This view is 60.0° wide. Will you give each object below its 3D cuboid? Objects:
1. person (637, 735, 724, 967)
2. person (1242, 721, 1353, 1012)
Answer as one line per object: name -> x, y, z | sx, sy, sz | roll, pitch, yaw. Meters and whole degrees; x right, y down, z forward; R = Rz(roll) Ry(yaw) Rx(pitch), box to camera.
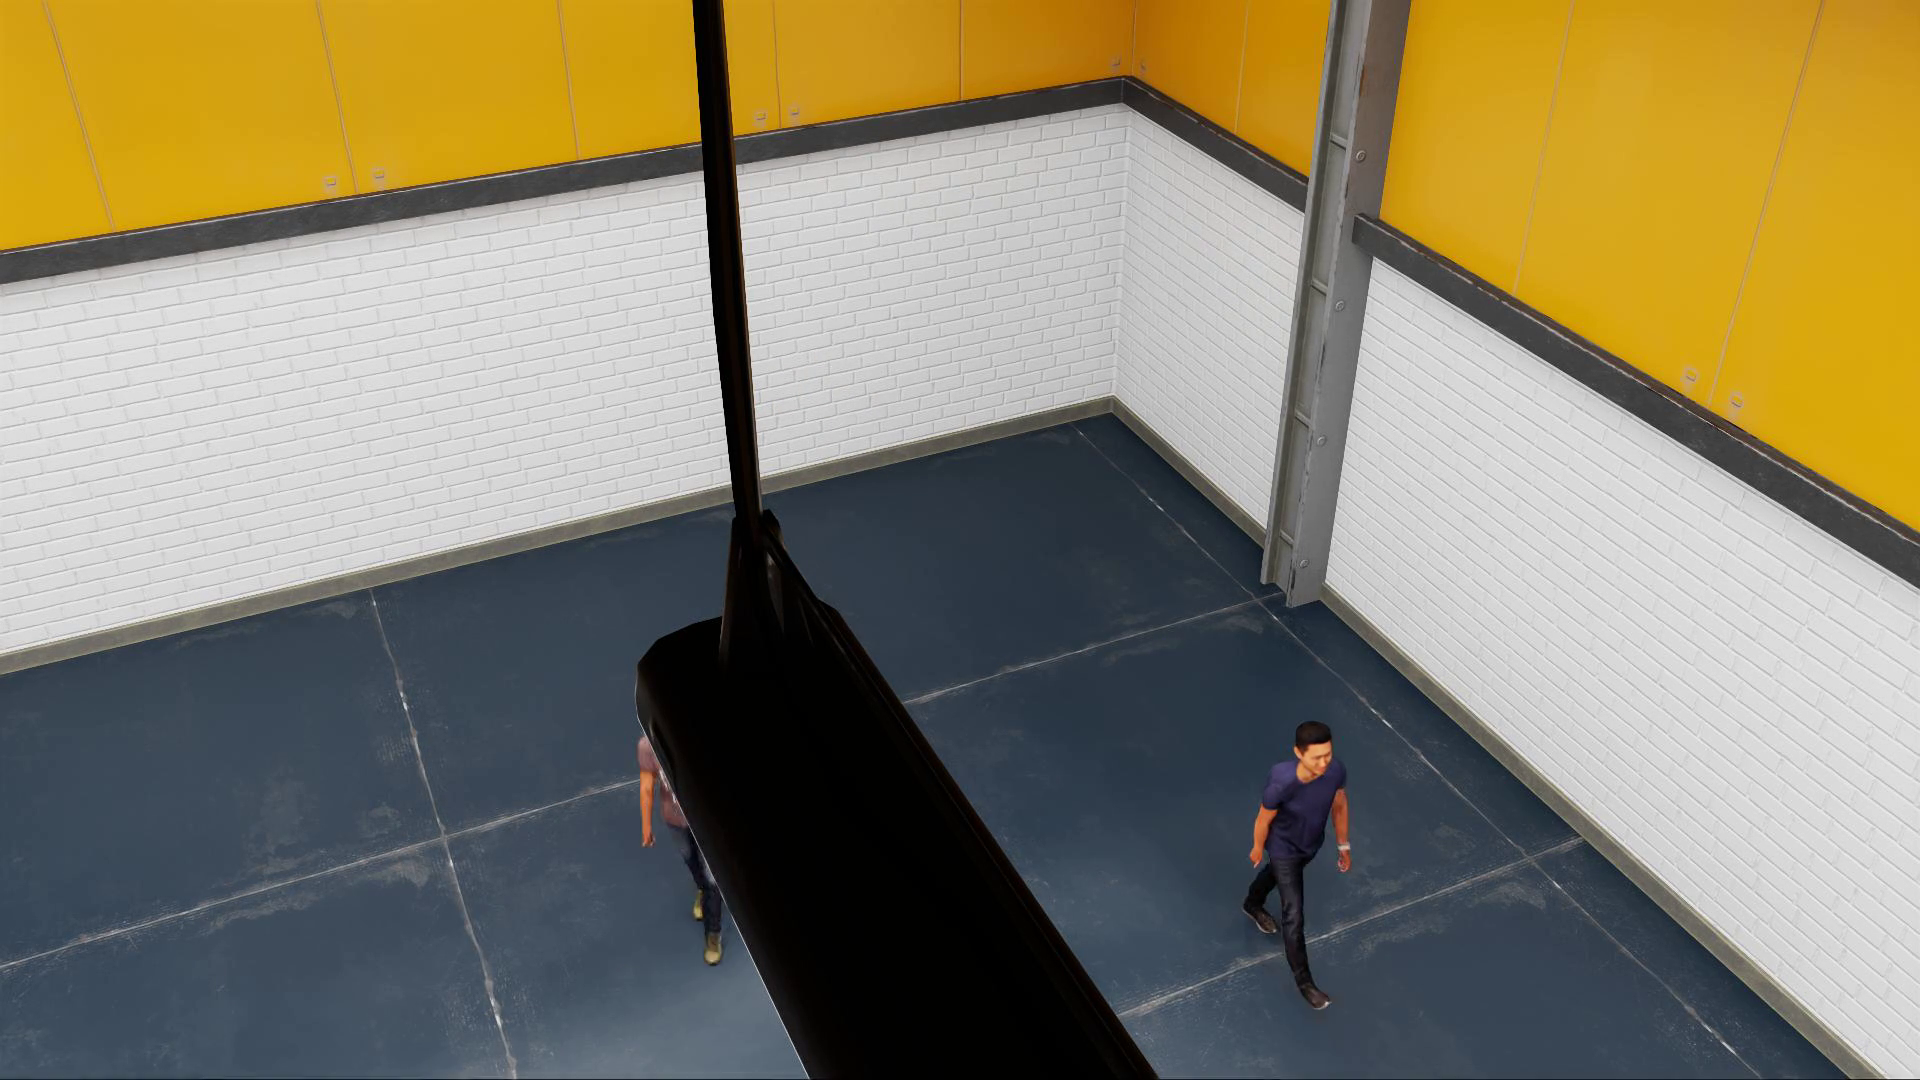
person -> -1.492, 1.461, 9.352 | 0.892, 1.752, 1.015 | 1, 34, 2
person -> 1.792, 1.624, 9.131 | 0.652, 1.725, 1.137 | -16, 37, -22
